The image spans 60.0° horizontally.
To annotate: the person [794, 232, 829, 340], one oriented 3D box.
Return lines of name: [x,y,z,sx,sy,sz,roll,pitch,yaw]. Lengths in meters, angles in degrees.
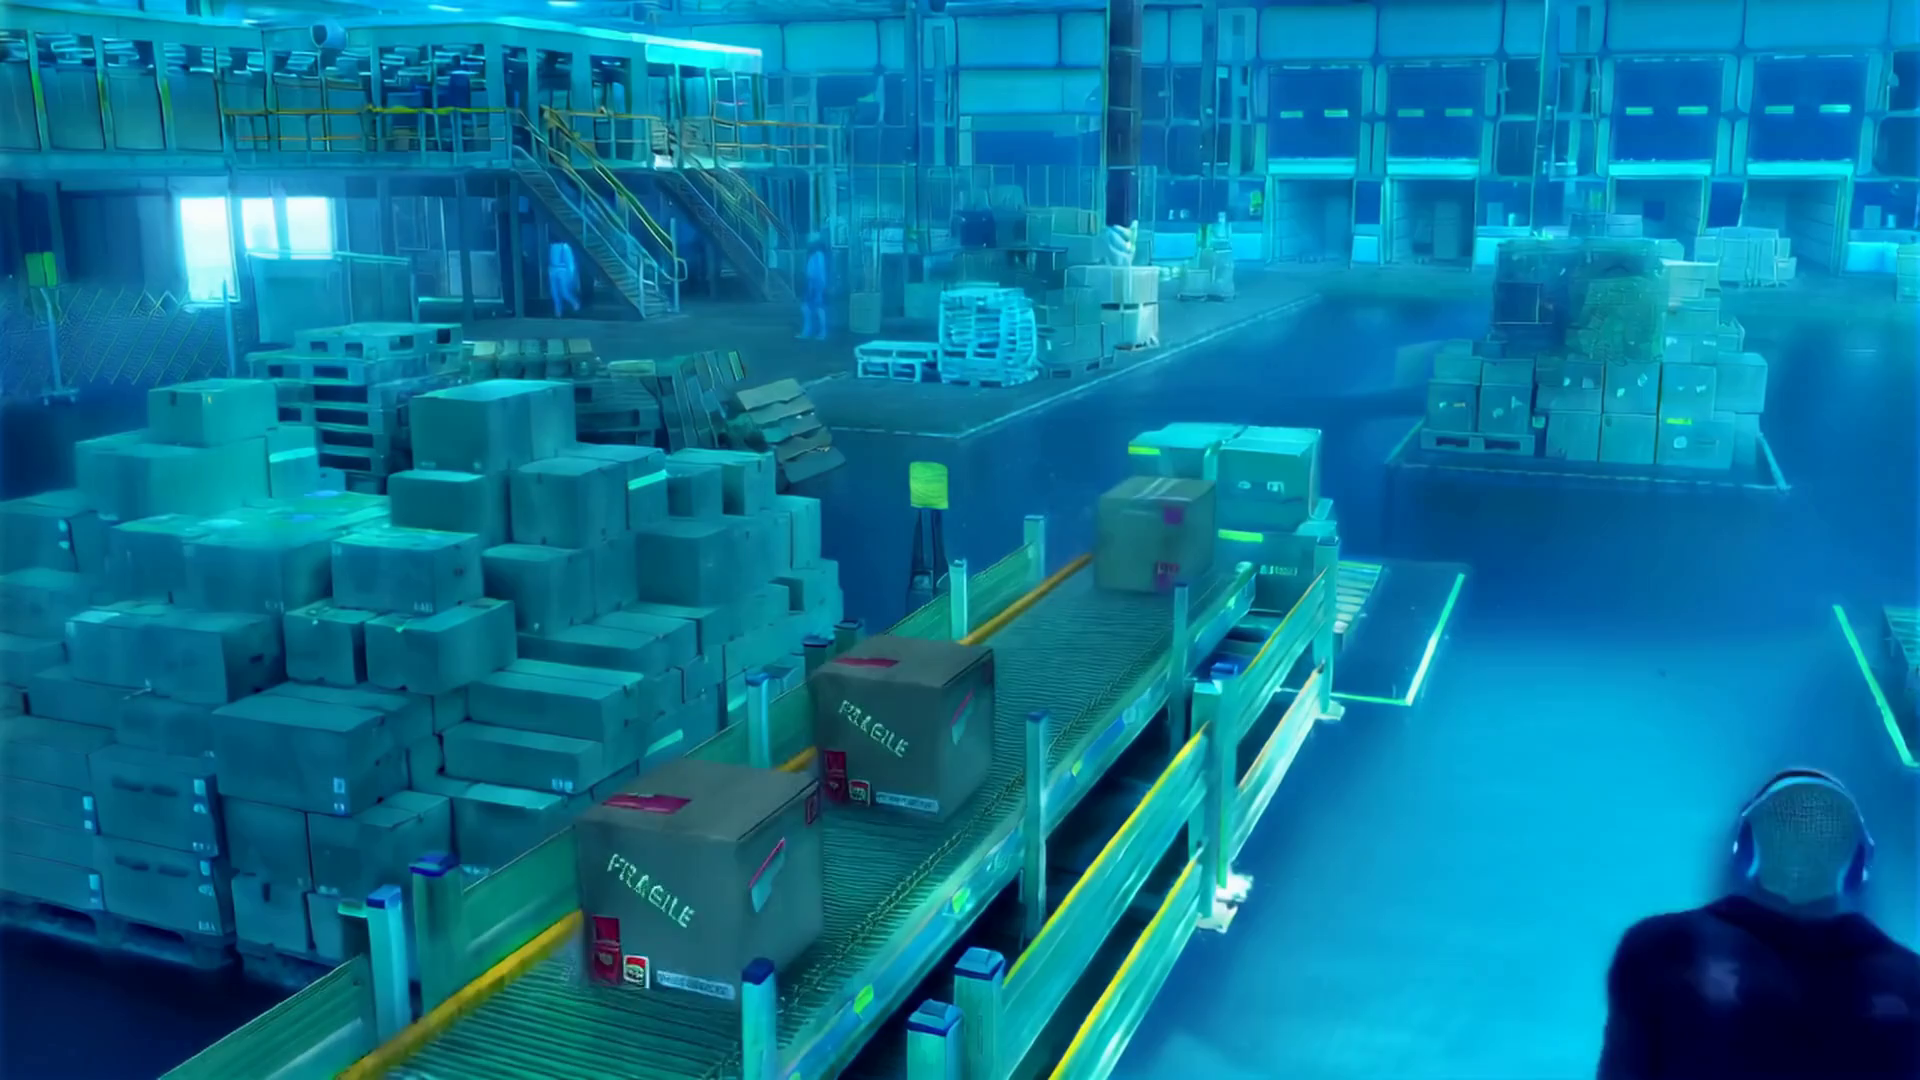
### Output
person: [-2.670,-4.507,29.586,0.760,1.909,0.584,-6,14,-24]

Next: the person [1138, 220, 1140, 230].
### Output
person: [5.335,-9.367,51.553,0.633,1.842,0.429,-8,15,-33]

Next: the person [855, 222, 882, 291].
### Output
person: [-2.073,-6.264,37.647,0.584,1.831,0.978,1,13,6]

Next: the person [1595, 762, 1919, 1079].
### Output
person: [1.637,1.347,3.410,0.664,1.881,0.753,6,14,24]

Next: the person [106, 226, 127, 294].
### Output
person: [-19.826,-6.653,39.232,0.676,1.891,0.431,0,13,-1]

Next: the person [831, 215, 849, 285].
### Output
person: [-3.121,-7.597,43.647,0.529,1.830,0.667,2,13,8]

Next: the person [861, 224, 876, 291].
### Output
person: [-1.821,-5.446,33.817,0.396,1.911,0.588,0,13,2]

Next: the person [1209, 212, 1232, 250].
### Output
person: [7.009,-7.885,44.777,0.641,1.899,0.997,0,13,1]

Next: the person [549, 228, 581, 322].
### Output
person: [-7.963,-5.322,33.371,0.575,1.870,0.574,7,14,28]
